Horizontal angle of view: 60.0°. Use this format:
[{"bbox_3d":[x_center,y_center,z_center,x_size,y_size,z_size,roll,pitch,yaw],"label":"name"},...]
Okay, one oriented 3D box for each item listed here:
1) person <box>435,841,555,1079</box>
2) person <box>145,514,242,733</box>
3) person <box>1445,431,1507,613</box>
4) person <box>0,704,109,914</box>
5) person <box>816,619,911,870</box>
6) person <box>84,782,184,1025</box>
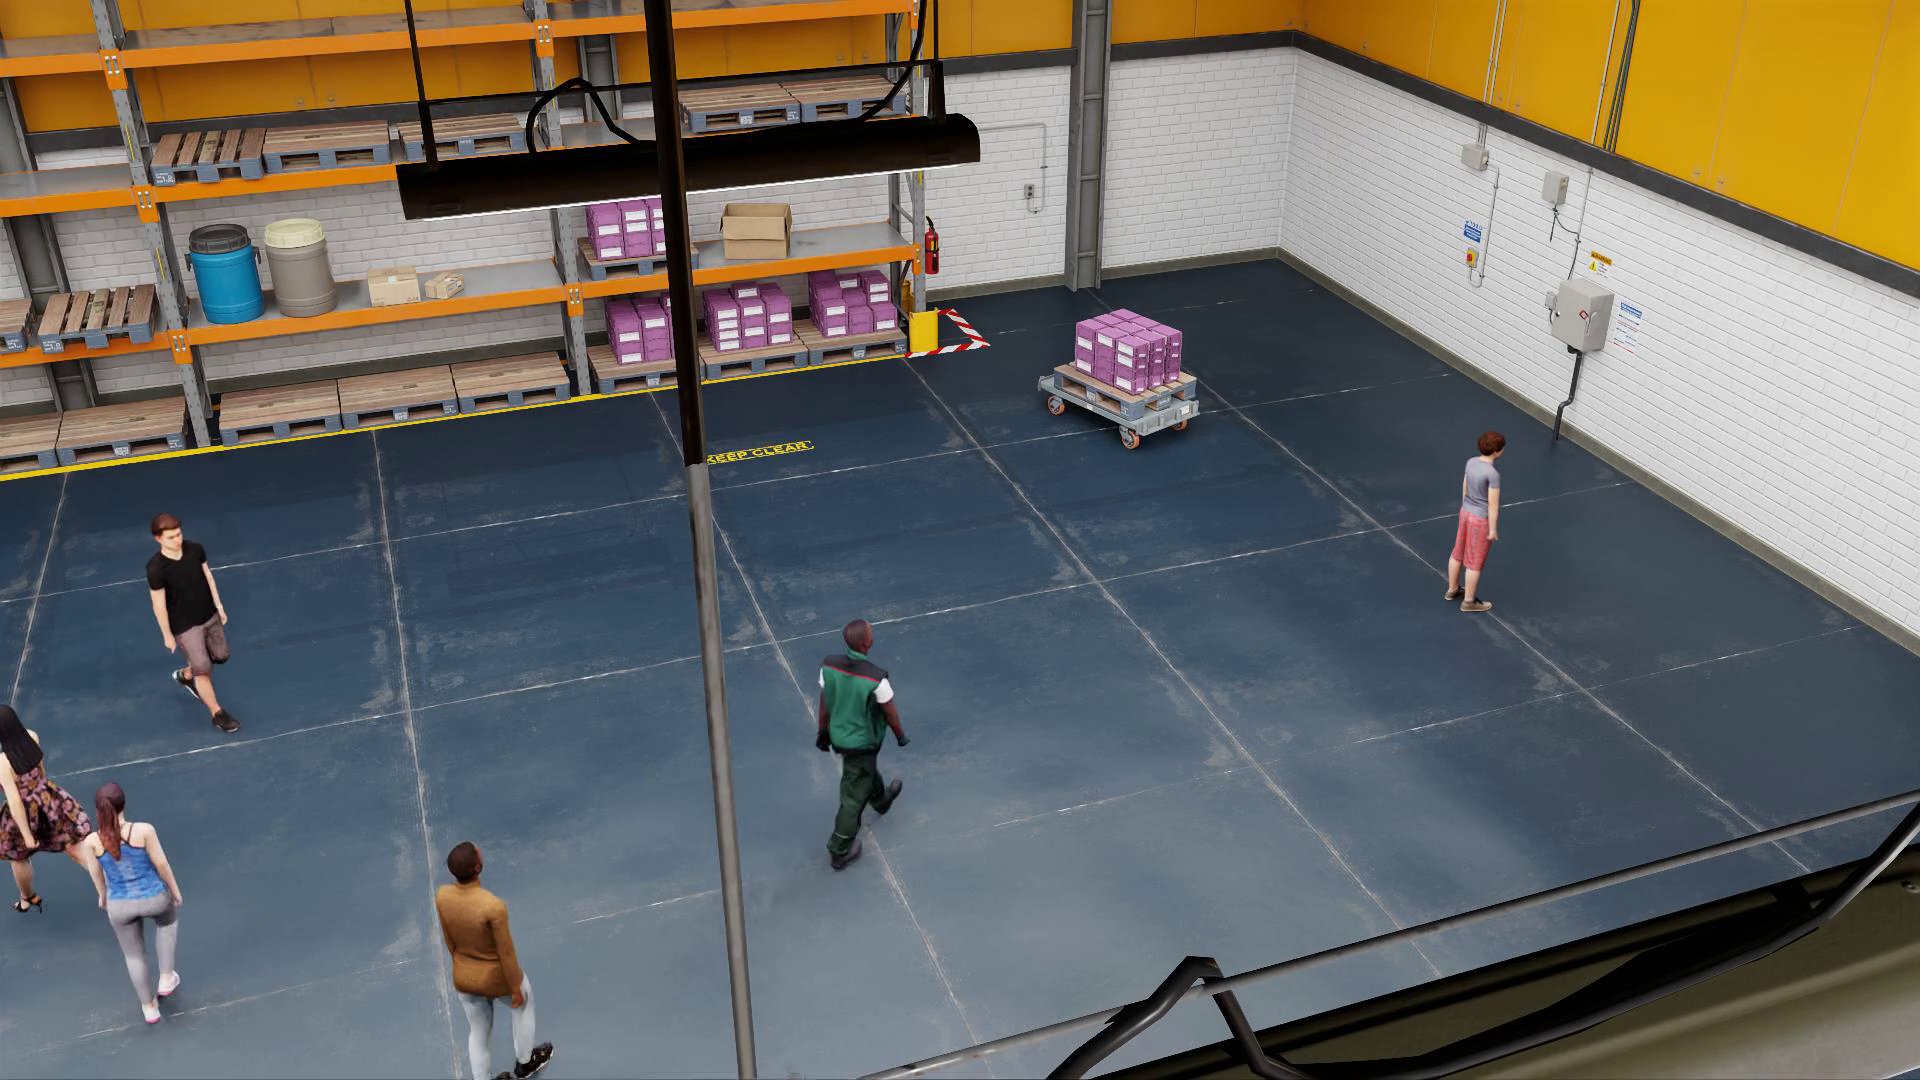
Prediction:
[{"bbox_3d":[-2.696,2.500,9.296,0.882,1.799,0.933,8,30,14],"label":"person"},{"bbox_3d":[-5.936,0.589,12.752,1.082,1.844,1.032,14,31,24],"label":"person"},{"bbox_3d":[4.453,-0.174,14.354,0.521,1.651,0.575,-11,30,-19],"label":"person"},{"bbox_3d":[-5.805,1.804,10.649,1.239,1.726,0.982,5,29,8],"label":"person"},{"bbox_3d":[-0.752,1.420,11.285,1.082,1.790,1.254,20,35,33],"label":"person"},{"bbox_3d":[-4.956,2.218,10.038,0.573,1.584,0.676,-12,31,-21],"label":"person"}]
